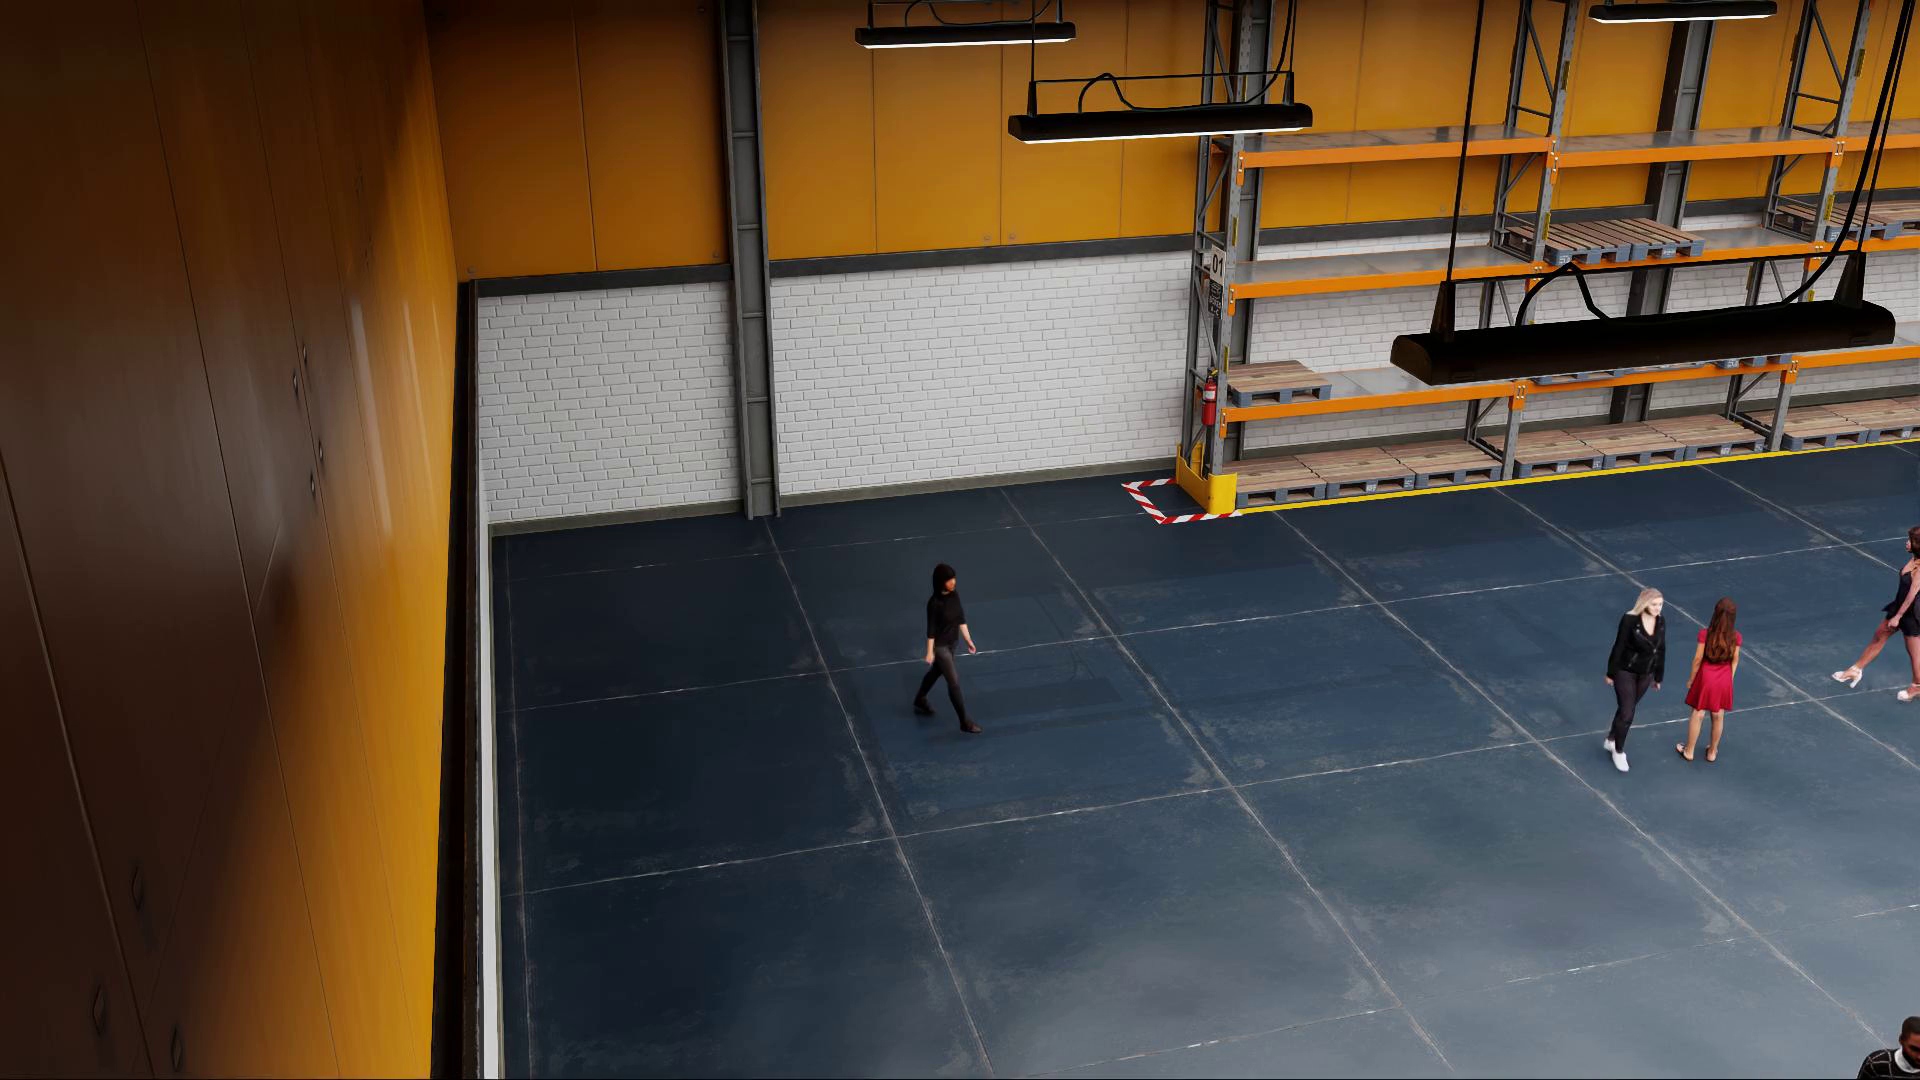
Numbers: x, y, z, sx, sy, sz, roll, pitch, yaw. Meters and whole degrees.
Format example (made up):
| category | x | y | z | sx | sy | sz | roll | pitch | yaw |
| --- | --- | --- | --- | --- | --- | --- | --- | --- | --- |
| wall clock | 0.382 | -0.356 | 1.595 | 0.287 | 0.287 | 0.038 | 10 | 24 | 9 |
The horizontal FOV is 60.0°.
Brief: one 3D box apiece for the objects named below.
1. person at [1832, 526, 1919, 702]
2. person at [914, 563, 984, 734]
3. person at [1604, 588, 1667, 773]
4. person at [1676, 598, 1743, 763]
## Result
| category | x | y | z | sx | sy | sz | roll | pitch | yaw |
| --- | --- | --- | --- | --- | --- | --- | --- | --- | --- |
| person | 8.937 | 0.725 | 15.505 | 1.088 | 1.756 | 0.901 | 6 | 24 | 13 |
| person | -0.205 | 0.947 | 15.189 | 1.075 | 1.603 | 1.041 | 15 | 28 | 30 |
| person | 5.875 | 1.148 | 14.642 | 0.664 | 1.673 | 0.712 | -5 | 24 | -11 |
| person | 6.612 | 1.226 | 14.615 | 0.651 | 1.553 | 0.714 | 4 | 24 | 9 |
